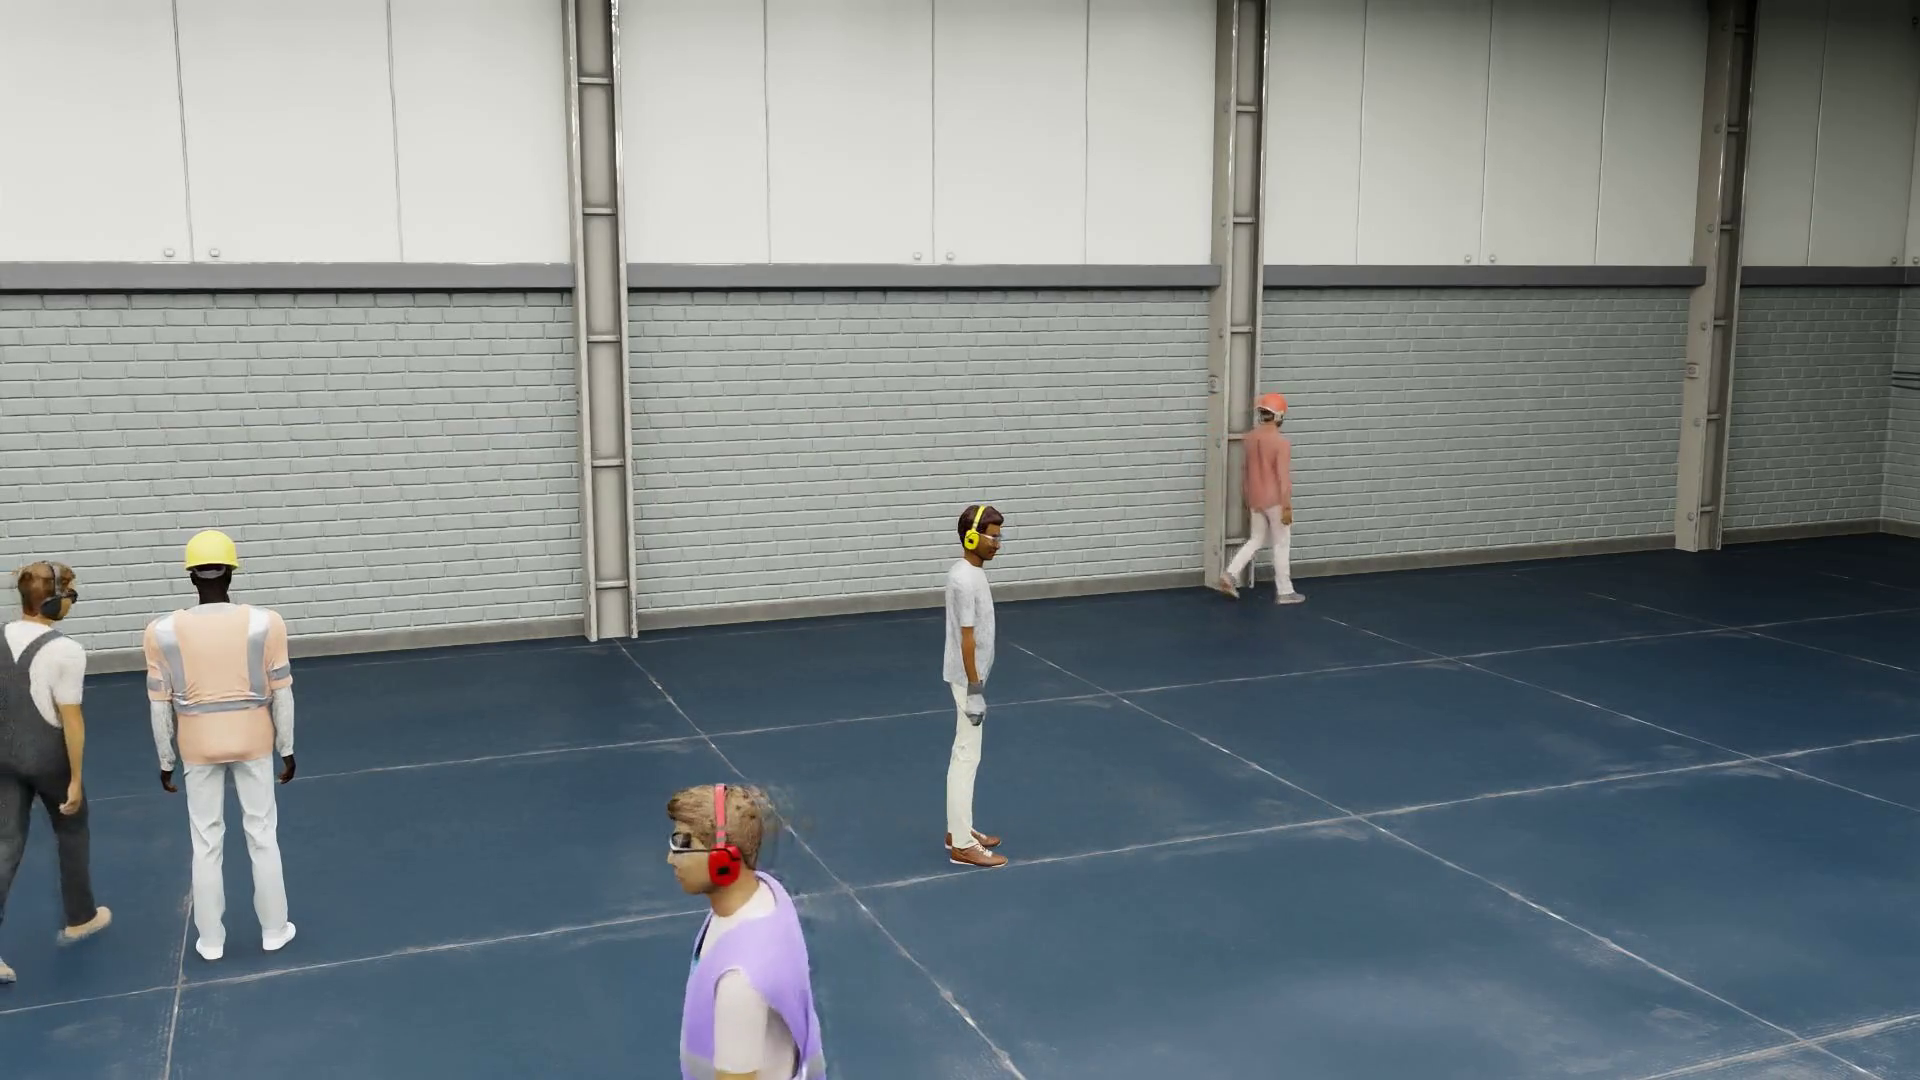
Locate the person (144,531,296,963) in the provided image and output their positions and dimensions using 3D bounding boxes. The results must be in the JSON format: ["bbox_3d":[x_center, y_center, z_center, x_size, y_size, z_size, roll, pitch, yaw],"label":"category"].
[{"bbox_3d":[-3.251,0.913,7.365,0.584,1.920,0.374,-3,10,-21],"label":"person"}]

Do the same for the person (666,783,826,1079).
[{"bbox_3d":[-0.609,1.481,4.069,0.606,1.824,0.604,-1,9,-9],"label":"person"}]

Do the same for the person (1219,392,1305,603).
[{"bbox_3d":[2.820,-0.375,15.277,0.785,1.974,0.634,-5,10,-27],"label":"person"}]

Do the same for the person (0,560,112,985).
[{"bbox_3d":[-4.043,0.993,7.232,0.515,1.807,0.918,1,9,4],"label":"person"}]

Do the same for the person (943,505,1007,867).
[{"bbox_3d":[0.075,0.742,8.612,0.327,1.865,0.520,0,9,-2],"label":"person"}]
